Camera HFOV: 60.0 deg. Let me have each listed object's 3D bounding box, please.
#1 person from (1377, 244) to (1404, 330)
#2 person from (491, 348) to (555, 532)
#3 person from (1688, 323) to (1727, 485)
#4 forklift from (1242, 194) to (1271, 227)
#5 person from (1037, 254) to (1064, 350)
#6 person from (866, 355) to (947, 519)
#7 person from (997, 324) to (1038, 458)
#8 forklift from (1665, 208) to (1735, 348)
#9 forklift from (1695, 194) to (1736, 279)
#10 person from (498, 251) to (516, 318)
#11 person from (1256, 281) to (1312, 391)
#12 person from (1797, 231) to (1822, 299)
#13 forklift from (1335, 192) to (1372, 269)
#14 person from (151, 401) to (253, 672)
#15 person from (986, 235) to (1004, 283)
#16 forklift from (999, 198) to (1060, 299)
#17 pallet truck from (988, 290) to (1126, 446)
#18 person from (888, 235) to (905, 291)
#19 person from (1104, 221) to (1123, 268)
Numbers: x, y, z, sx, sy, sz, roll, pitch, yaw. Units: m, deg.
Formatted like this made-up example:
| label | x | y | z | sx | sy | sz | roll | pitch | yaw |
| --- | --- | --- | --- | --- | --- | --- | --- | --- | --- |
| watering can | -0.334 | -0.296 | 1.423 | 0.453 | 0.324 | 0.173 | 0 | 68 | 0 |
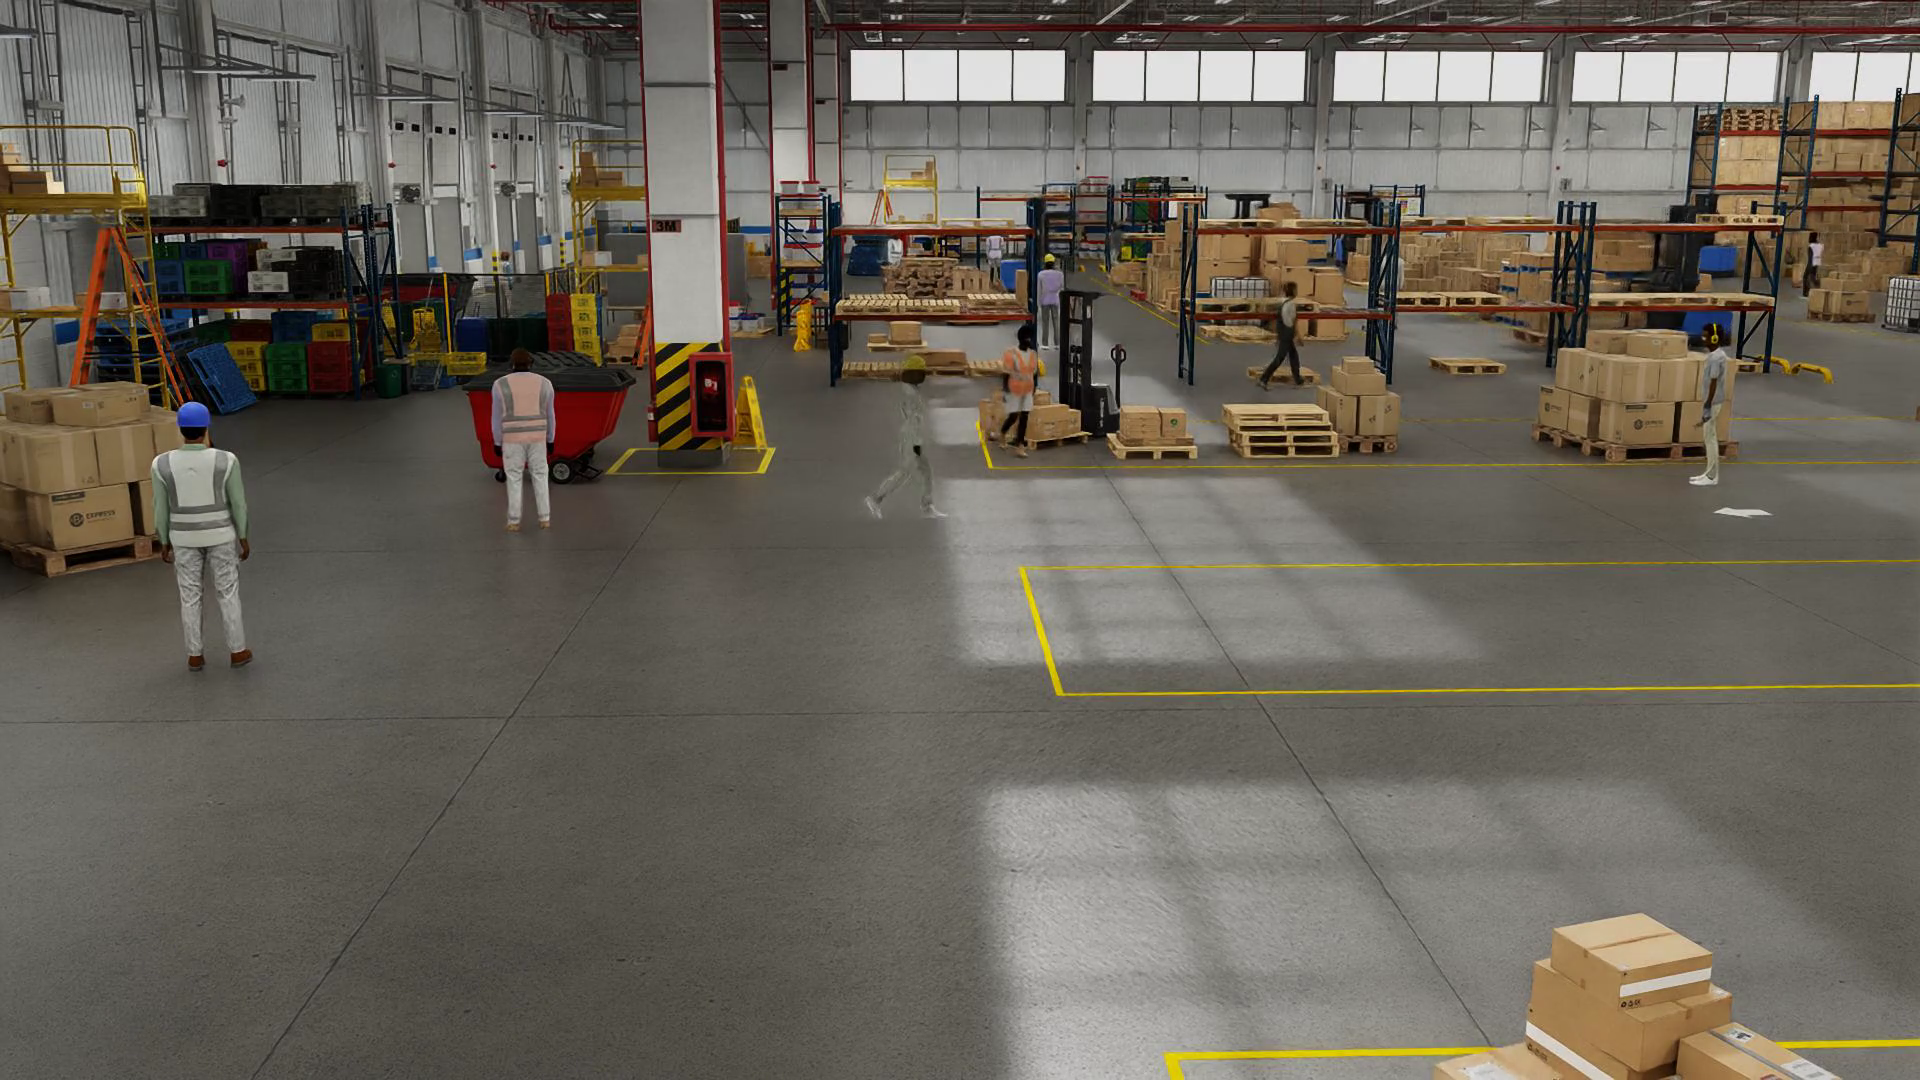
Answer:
| label | x | y | z | sx | sy | sz | roll | pitch | yaw |
| --- | --- | --- | --- | --- | --- | --- | --- | --- | --- |
| person | 9.762 | -5.747 | 37.812 | 0.627 | 1.940 | 0.372 | 3 | 13 | 12 |
| person | -4.365 | -1.000 | 16.638 | 0.632 | 1.837 | 0.431 | -7 | 14 | -29 |
| person | 8.594 | -1.551 | 19.059 | 0.324 | 1.860 | 0.521 | 6 | 14 | 26 |
| forklift | 9.901 | -10.202 | 55.782 | 1.129 | 2.768 | 1.873 | -6 | 14 | -24 |
| person | 1.809 | -4.815 | 33.638 | 0.594 | 1.922 | 0.385 | -3 | 13 | -15 |
| person | -0.558 | -1.049 | 17.110 | 0.764 | 1.716 | 0.486 | 2 | 13 | 7 |
| person | 0.717 | -1.877 | 20.904 | 0.557 | 1.681 | 0.451 | -8 | 15 | -32 |
| forklift | 14.673 | -5.334 | 33.803 | 1.873 | 2.768 | 1.129 | 0 | 12 | -2 |
| forklift | 24.962 | -10.208 | 55.808 | 1.129 | 2.768 | 1.873 | -9 | 15 | -36 |
| person | -11.152 | -6.260 | 40.832 | 0.313 | 1.634 | 0.514 | -10 | 16 | -38 |
| person | 5.303 | -3.322 | 27.210 | 0.969 | 1.811 | 0.505 | -1 | 13 | -5 |
| person | 24.102 | -7.744 | 46.915 | 0.601 | 1.898 | 0.655 | -8 | 15 | -33 |
| forklift | 14.631 | -11.444 | 61.390 | 1.129 | 2.768 | 1.873 | 0 | 12 | -2 |
| person | -5.427 | -0.022 | 11.941 | 0.616 | 1.945 | 0.399 | -4 | 13 | -16 |
| person | 1.078 | -8.768 | 51.449 | 0.543 | 1.939 | 0.362 | -2 | 13 | -7 |
| forklift | 2.060 | -8.197 | 46.732 | 1.873 | 2.768 | 1.129 | 0 | 12 | -2 |
| pallet truck | 1.257 | -2.299 | 22.111 | 1.885 | 1.965 | 0.823 | -9 | 15 | -35 |
| person | -1.985 | -8.435 | 50.169 | 0.585 | 1.852 | 0.926 | -8 | 15 | -32 |
| person | 5.121 | -9.726 | 55.835 | 0.666 | 1.913 | 0.658 | -6 | 14 | -26 |
